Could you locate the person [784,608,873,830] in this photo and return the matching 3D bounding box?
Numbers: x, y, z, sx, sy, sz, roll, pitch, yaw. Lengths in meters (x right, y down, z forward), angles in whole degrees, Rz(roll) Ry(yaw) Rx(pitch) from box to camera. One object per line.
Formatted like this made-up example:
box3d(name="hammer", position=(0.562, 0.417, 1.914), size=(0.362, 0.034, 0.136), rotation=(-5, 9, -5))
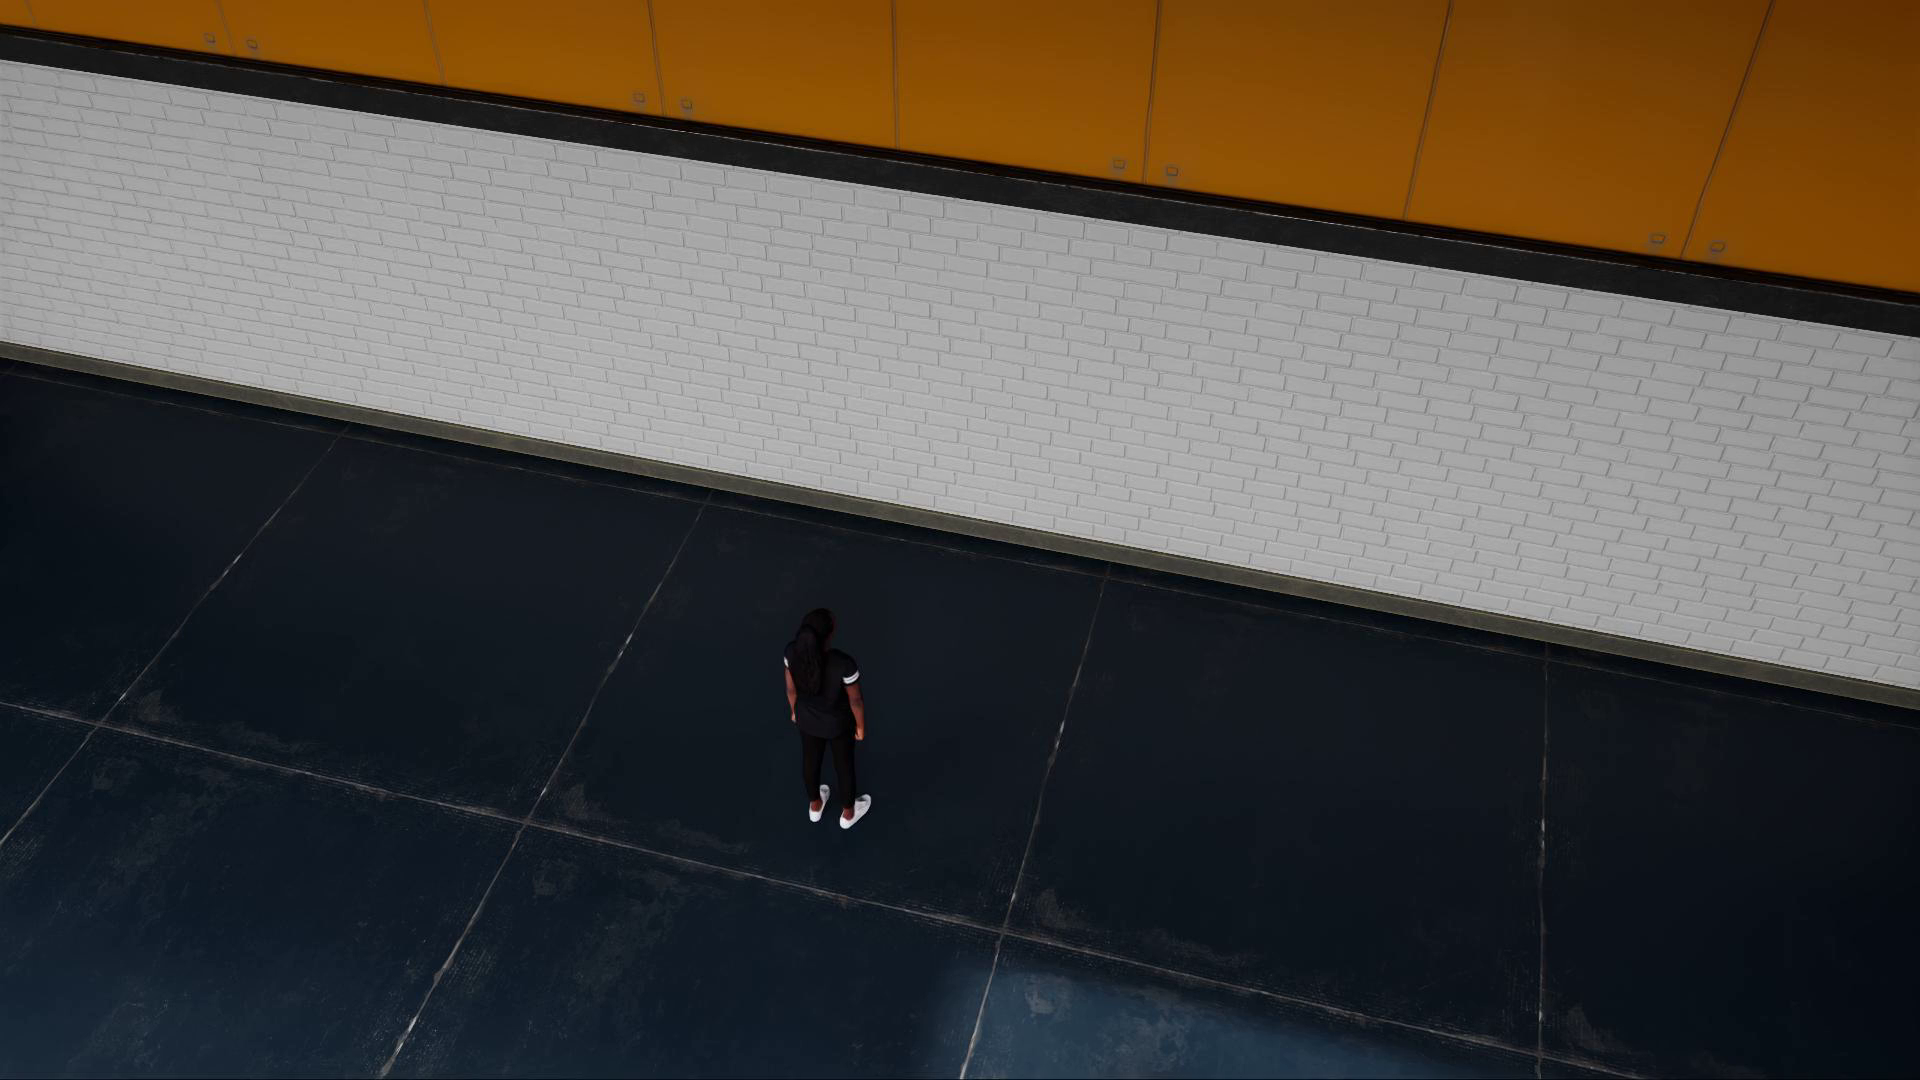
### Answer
box3d(name="person", position=(-0.776, 1.027, 9.622), size=(0.623, 1.729, 0.558), rotation=(14, 45, 14))
